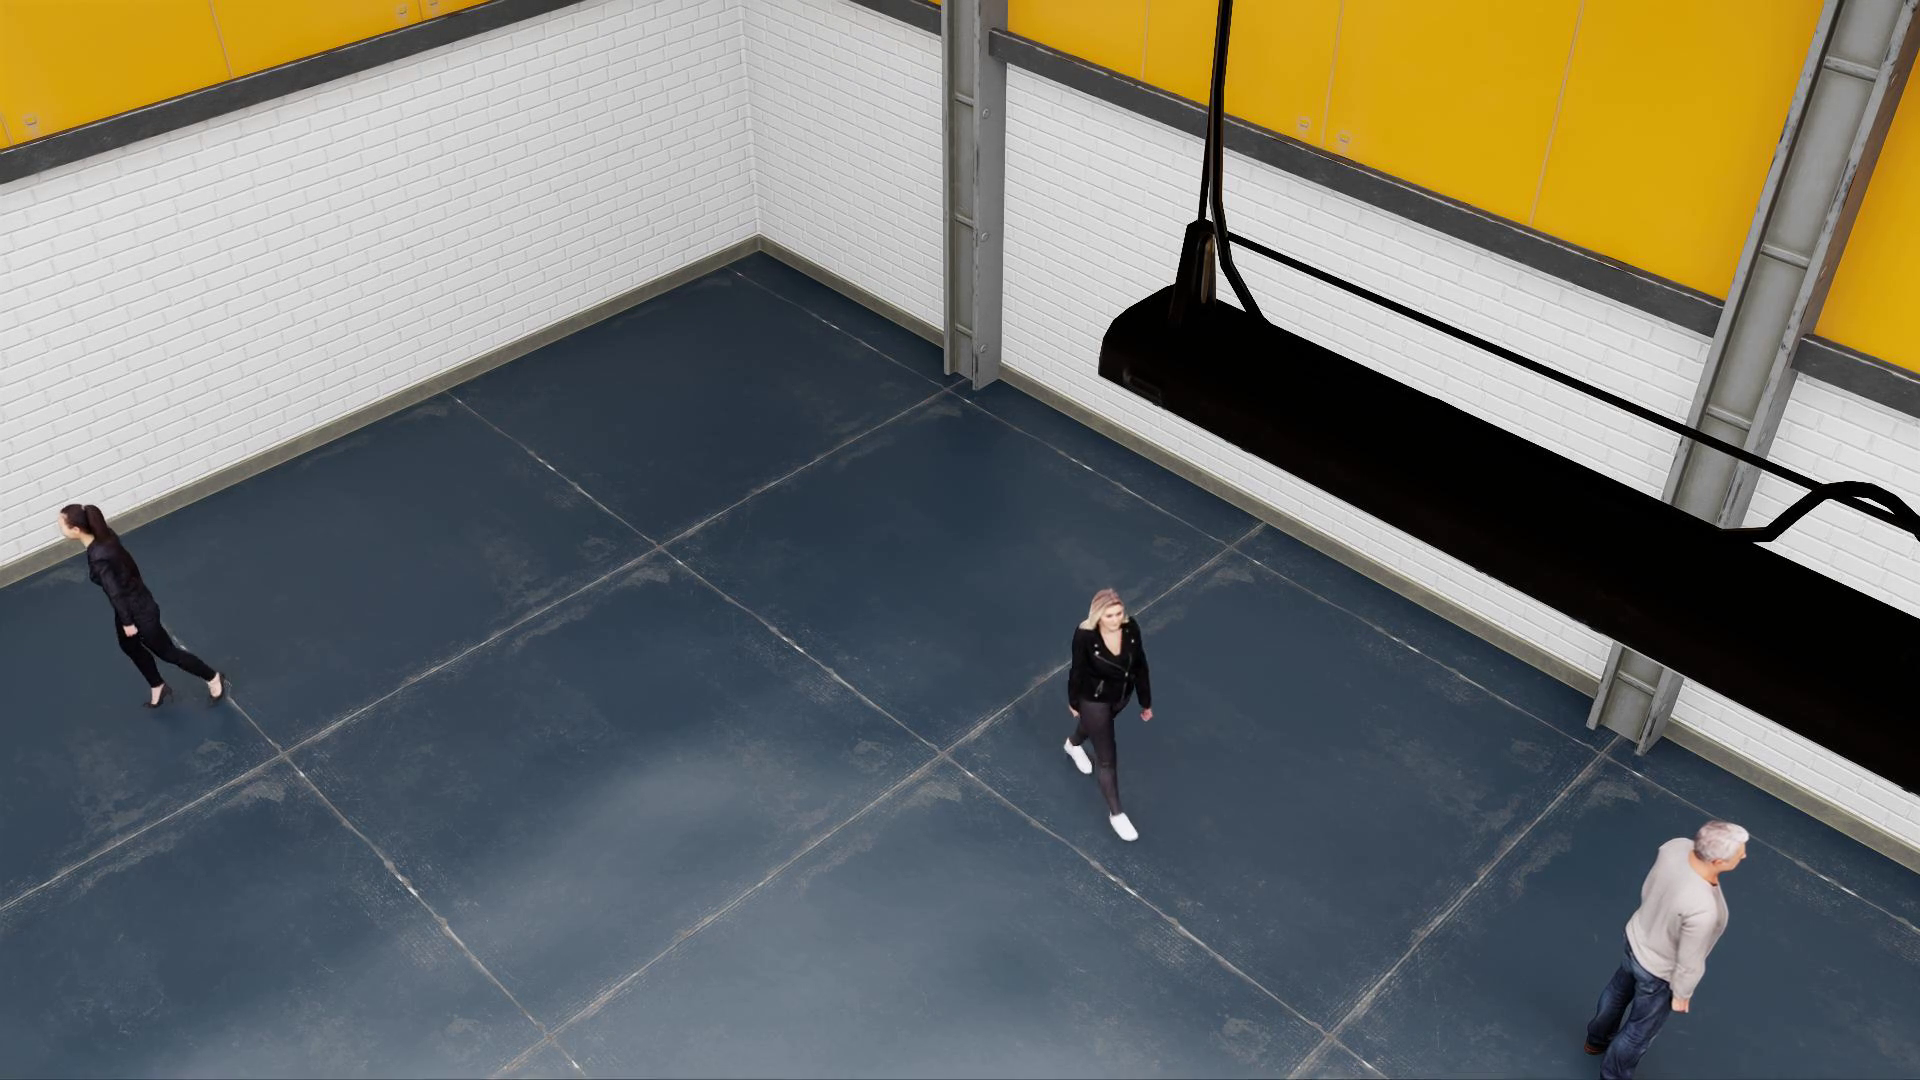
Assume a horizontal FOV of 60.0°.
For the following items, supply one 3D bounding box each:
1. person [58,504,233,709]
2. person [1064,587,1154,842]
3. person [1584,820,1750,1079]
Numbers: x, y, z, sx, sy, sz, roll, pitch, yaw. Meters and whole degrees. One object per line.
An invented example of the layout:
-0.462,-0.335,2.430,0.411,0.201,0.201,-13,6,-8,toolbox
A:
-5.142,0.441,10.528,0.791,1.667,0.842,-19,43,-23,person
0.830,0.899,9.976,0.877,1.639,1.217,-16,41,-20,person
3.497,2.067,8.298,0.878,1.908,0.834,2,39,3,person
